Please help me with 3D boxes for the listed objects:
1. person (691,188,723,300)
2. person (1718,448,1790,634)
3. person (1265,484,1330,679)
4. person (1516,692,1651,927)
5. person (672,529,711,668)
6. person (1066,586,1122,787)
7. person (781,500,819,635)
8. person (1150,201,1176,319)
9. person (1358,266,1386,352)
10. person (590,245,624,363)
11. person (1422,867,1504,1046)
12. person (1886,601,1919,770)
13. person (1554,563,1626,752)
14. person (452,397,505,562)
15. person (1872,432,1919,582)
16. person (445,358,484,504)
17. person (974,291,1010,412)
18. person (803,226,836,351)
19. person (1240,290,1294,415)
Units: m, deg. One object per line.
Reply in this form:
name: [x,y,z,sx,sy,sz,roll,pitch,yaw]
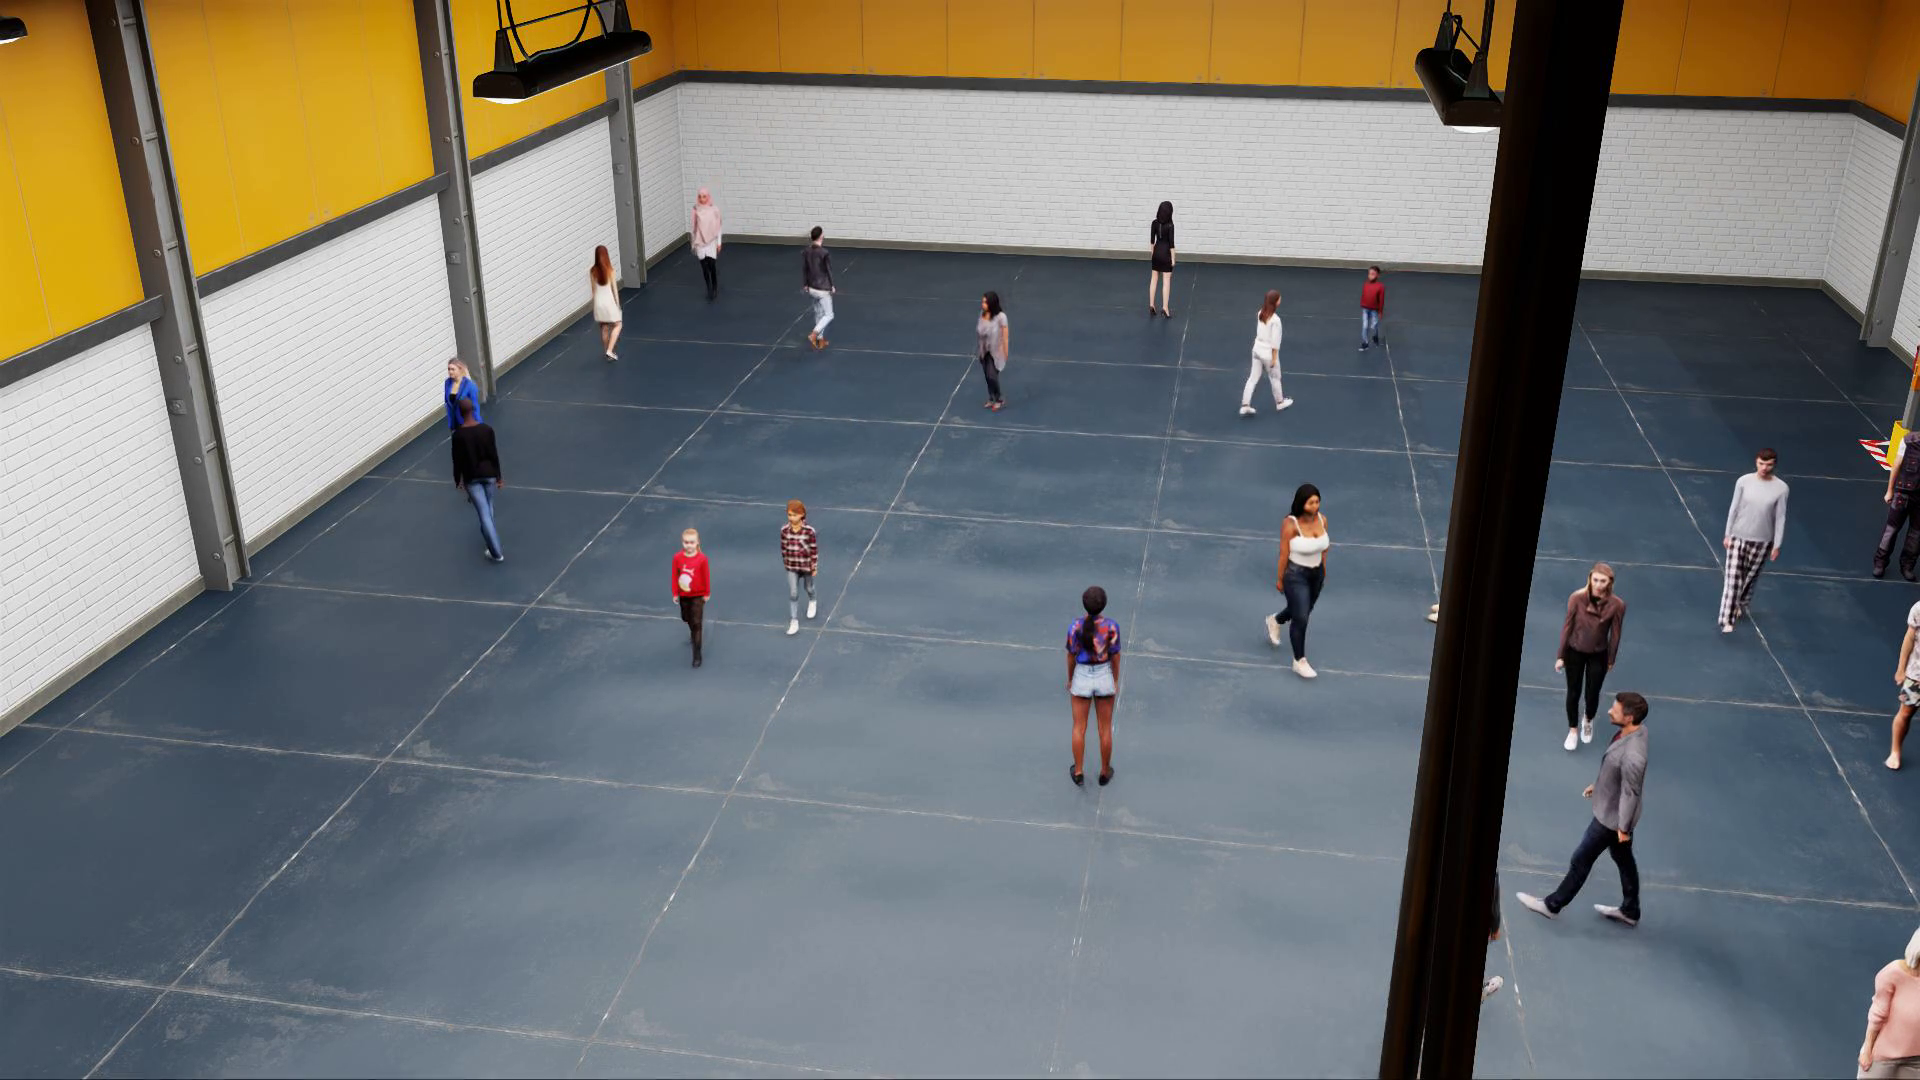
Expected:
person: [-4.085,-4.783,26.836,0.660,1.789,0.661,1,24,2]
person: [7.595,-0.027,15.946,0.862,1.798,1.217,11,26,23]
person: [3.061,0.316,15.176,1.045,1.786,1.194,-11,26,-24]
person: [4.609,1.895,11.505,0.951,1.833,1.083,11,26,24]
person: [-2.492,0.482,15.450,0.541,1.263,0.906,2,24,4]
person: [1.059,1.156,13.309,0.610,1.743,0.540,2,24,4]
person: [-1.514,0.209,16.042,0.542,1.289,0.883,3,24,7]
person: [3.141,-4.365,25.859,0.657,1.807,0.671,21,31,40]
person: [6.048,-3.399,24.348,0.634,1.246,0.705,17,29,34]
person: [-5.051,-3.318,23.596,0.569,1.702,0.751,4,24,9]
person: [3.043,2.448,10.390,1.108,1.714,1.162,-12,26,-25]
person: [7.905,1.032,13.508,0.708,1.810,0.630,8,25,17]
person: [5.230,0.944,13.857,0.690,1.692,0.701,11,26,24]
person: [-4.980,-0.598,17.371,0.999,1.703,1.073,-18,29,-35]
person: [9.727,-0.488,16.938,0.694,1.849,0.623,8,25,17]
person: [-5.562,-1.290,18.978,0.753,1.683,0.838,8,25,18]
person: [0.478,-2.514,21.892,0.828,1.593,0.774,-20,30,-38]
person: [-2.070,-3.603,24.101,0.847,1.819,0.983,14,27,29]
person: [3.901,-2.393,21.544,1.113,1.649,1.062,-15,28,-30]
